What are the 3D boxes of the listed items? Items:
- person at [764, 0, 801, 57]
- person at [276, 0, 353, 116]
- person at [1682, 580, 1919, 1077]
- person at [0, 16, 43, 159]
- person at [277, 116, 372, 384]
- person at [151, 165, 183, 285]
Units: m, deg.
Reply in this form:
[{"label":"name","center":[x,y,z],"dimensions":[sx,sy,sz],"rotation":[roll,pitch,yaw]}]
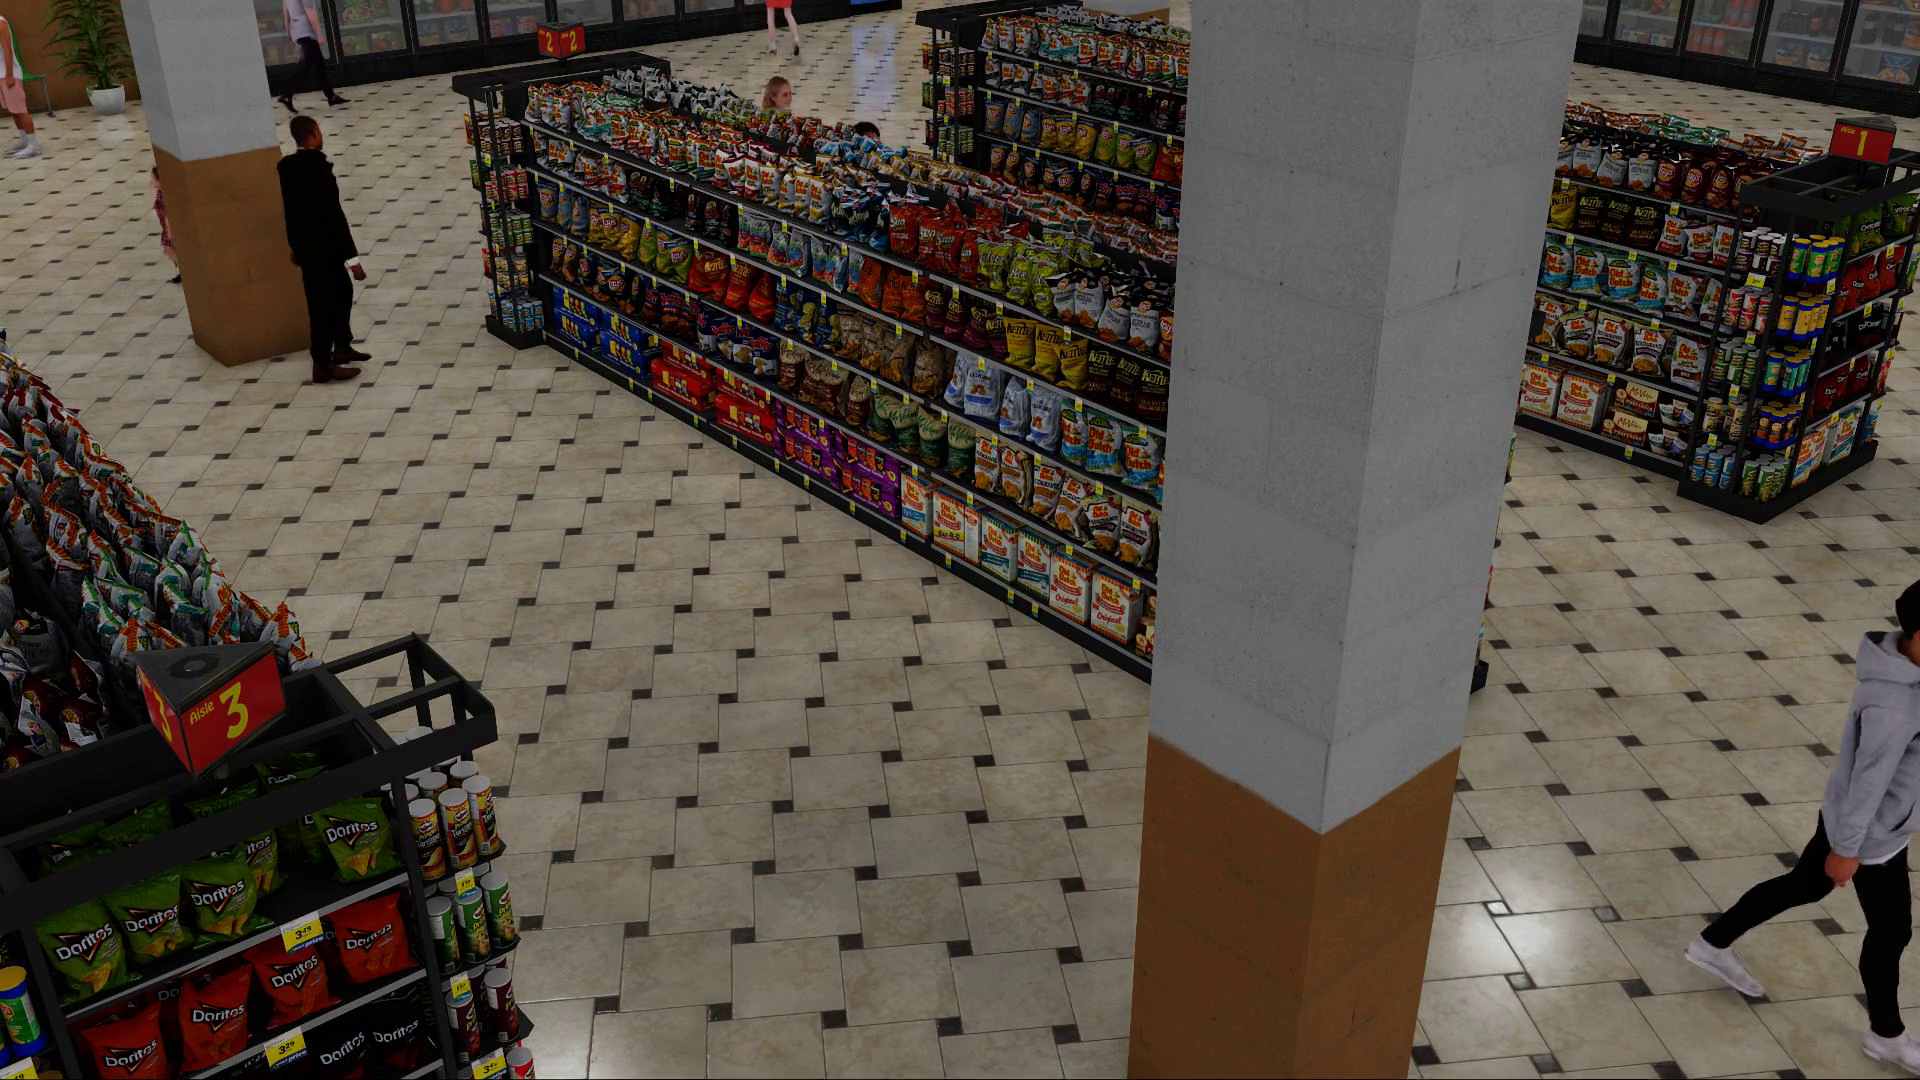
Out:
[{"label":"person","center":[-2.435,-7.480,22.702],"dimensions":[0.774,1.799,1.146],"rotation":[-13,30,-23]},{"label":"person","center":[-7.802,-5.928,19.640],"dimensions":[1.190,1.800,0.830],"rotation":[23,35,38]},{"label":"person","center":[3.126,0.977,5.930],"dimensions":[1.284,1.885,0.923],"rotation":[17,32,30]},{"label":"person","center":[-10.255,-5.033,17.891],"dimensions":[0.711,1.786,0.497],"rotation":[-23,35,-38]},{"label":"person","center":[-4.676,-2.041,11.902],"dimensions":[0.971,1.866,0.759],"rotation":[-23,35,-38]},{"label":"person","center":[-6.621,-2.662,14.069],"dimensions":[0.556,1.014,0.482],"rotation":[-2,27,-4]}]
